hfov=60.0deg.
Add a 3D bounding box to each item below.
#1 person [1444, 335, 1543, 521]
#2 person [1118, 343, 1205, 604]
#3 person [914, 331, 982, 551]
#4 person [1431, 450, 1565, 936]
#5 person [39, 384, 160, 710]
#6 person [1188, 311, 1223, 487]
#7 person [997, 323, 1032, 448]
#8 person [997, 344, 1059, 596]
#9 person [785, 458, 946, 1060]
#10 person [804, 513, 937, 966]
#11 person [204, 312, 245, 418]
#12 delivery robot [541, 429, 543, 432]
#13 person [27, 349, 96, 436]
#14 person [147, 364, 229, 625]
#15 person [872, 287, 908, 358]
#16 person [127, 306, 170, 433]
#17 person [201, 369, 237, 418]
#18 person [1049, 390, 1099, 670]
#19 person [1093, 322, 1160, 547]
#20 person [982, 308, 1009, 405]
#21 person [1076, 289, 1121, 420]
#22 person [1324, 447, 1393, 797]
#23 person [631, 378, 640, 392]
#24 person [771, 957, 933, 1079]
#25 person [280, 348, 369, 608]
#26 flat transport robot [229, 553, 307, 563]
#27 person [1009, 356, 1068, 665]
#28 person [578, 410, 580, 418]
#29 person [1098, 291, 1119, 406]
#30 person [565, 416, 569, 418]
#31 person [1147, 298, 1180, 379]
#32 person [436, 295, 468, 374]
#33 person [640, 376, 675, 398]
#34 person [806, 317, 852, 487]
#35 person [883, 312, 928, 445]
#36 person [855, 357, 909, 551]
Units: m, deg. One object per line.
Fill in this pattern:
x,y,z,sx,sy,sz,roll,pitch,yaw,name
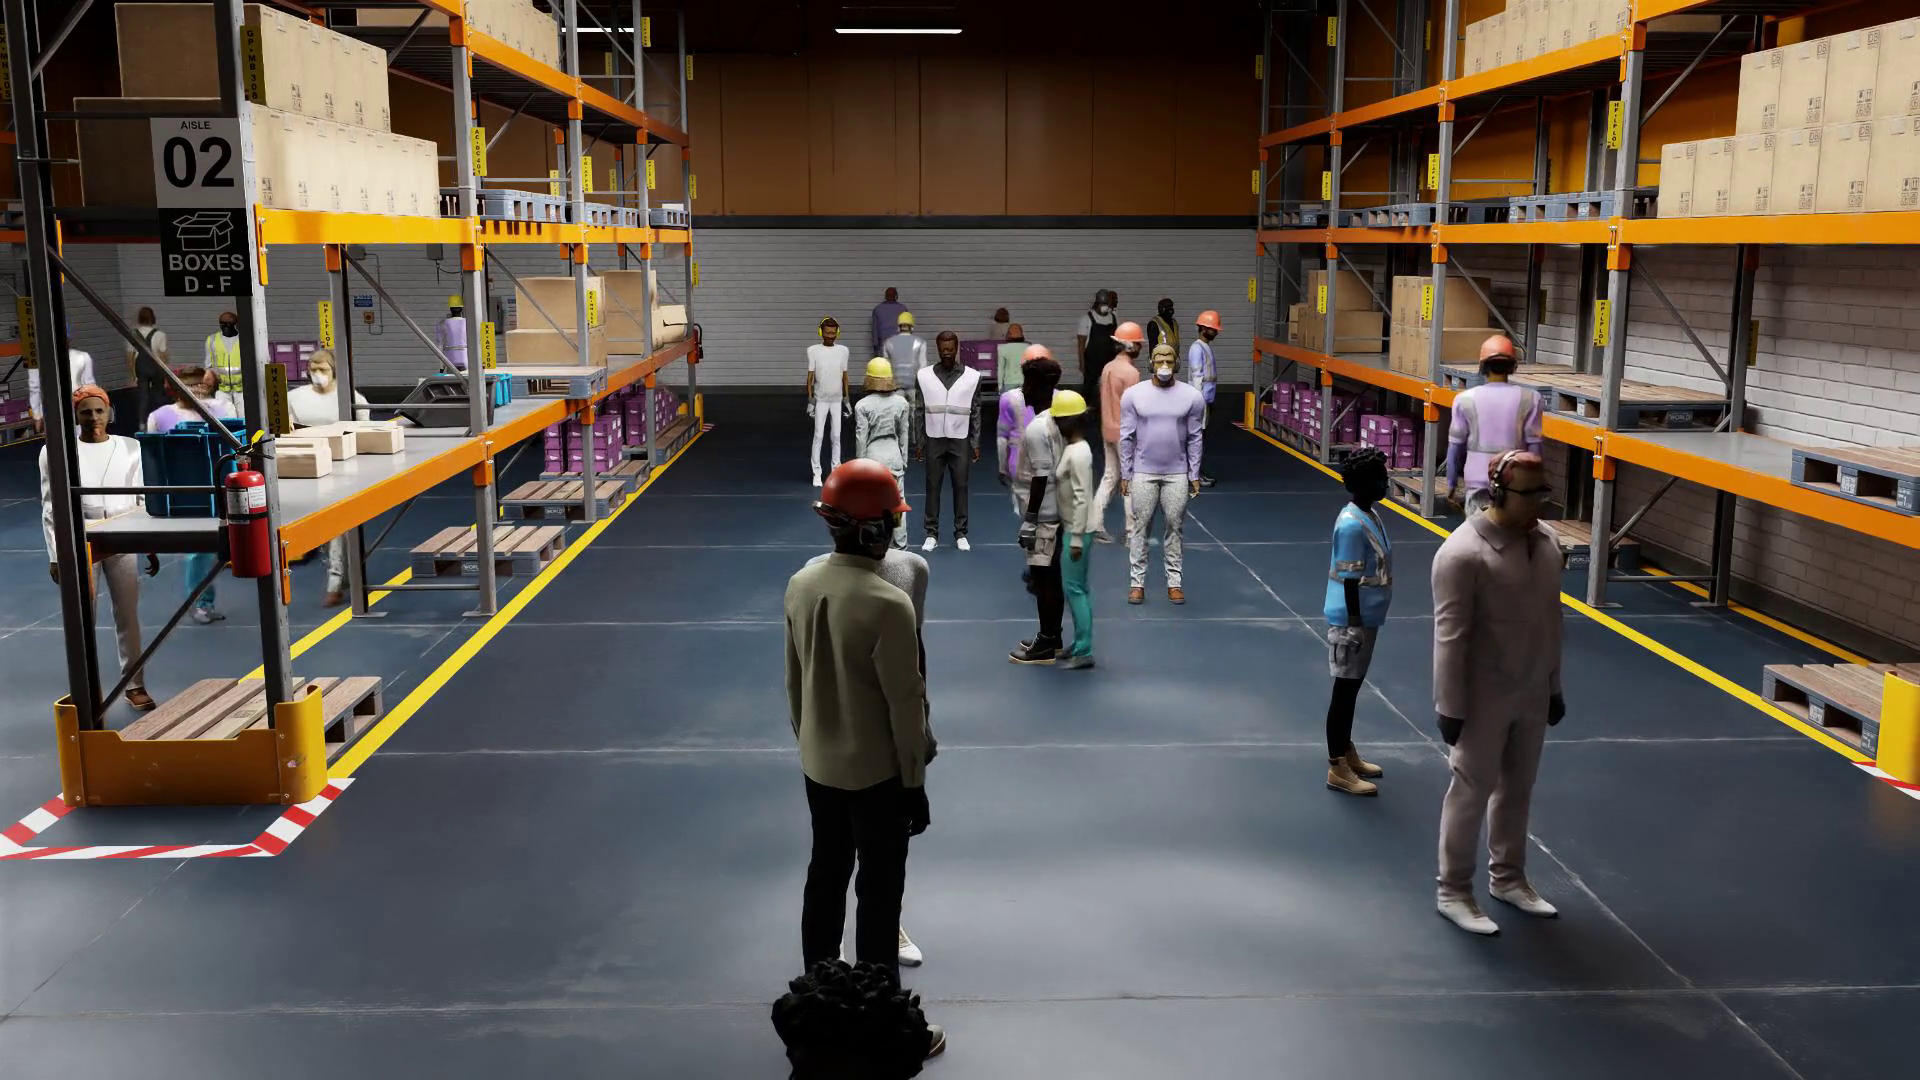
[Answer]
3.762,-0.430,11.750,0.646,2.033,0.535,3,11,18,person
1.488,-0.487,12.342,0.629,1.940,0.372,0,10,2,person
-0.106,-0.859,14.477,0.591,1.919,0.391,0,10,0,person
2.118,0.588,6.486,0.649,1.896,0.401,-7,12,-34,person
-4.868,0.062,9.444,0.574,1.883,0.355,-8,13,-38,person
2.686,-1.550,18.292,0.366,1.930,0.542,3,11,16,person
0.726,-2.013,21.740,0.492,1.624,0.305,-2,10,-9,person
0.534,-0.553,12.813,0.533,1.895,0.801,-3,11,-16,person
-0.321,0.726,5.430,0.378,1.995,0.612,-10,14,-44,person
-0.335,0.665,6.114,0.518,1.874,0.326,-4,11,-20,person
-8.836,-1.847,20.213,0.621,1.837,0.429,-3,11,-16,person
-5.718,-1.587,22.067,0.477,0.478,0.707,4,11,22,delivery robot
-9.099,-1.298,16.900,0.618,1.923,0.709,-6,12,-30,person
-5.322,-0.315,11.684,0.552,1.828,0.585,6,12,32,person
-1.176,-3.395,28.638,0.651,1.906,0.401,1,10,7,person
-10.971,-2.244,22.489,0.522,1.817,0.866,-3,10,-14,person
-6.310,-0.640,14.094,0.535,1.606,0.771,0,10,0,person
0.708,-0.065,10.496,0.330,1.769,0.531,0,10,1,person
1.435,-0.917,14.654,0.639,1.985,0.657,-4,11,-22,person
0.699,-3.040,27.555,0.871,1.586,0.502,-5,11,-27,person
2.024,-2.678,24.267,0.689,2.000,0.827,-3,10,-14,person
1.951,0.387,8.152,0.318,1.696,0.536,4,11,20,person
-4.812,-2.701,24.774,0.572,1.904,0.614,1,10,6,person
-0.150,1.414,2.428,0.541,1.696,0.316,2,10,12,person
-4.758,-0.497,12.526,0.639,1.913,0.910,-1,10,-5,person
-5.961,-0.031,14.449,0.652,0.197,1.431,-3,11,-14,flat transport robot
0.521,-0.189,10.603,0.367,1.967,0.606,3,11,17,person
-5.648,-2.511,23.945,0.589,1.822,0.403,-7,12,-34,person
2.438,-3.100,27.057,0.355,1.882,0.575,-5,11,-26,person
-6.046,-2.669,24.702,0.746,1.875,0.681,-6,12,-30,person
3.044,-2.658,24.701,0.429,1.846,0.627,9,14,42,person
-7.152,-2.533,23.763,0.590,1.930,0.354,-2,10,-14,person
-4.826,-2.895,25.708,0.679,1.955,0.654,-2,10,-9,person
-1.439,-1.515,18.285,0.512,1.865,0.329,-4,11,-23,person
-0.685,-2.018,21.292,0.616,1.780,0.916,2,10,11,person
-0.648,-0.623,13.640,0.487,1.746,0.288,-6,12,-30,person
